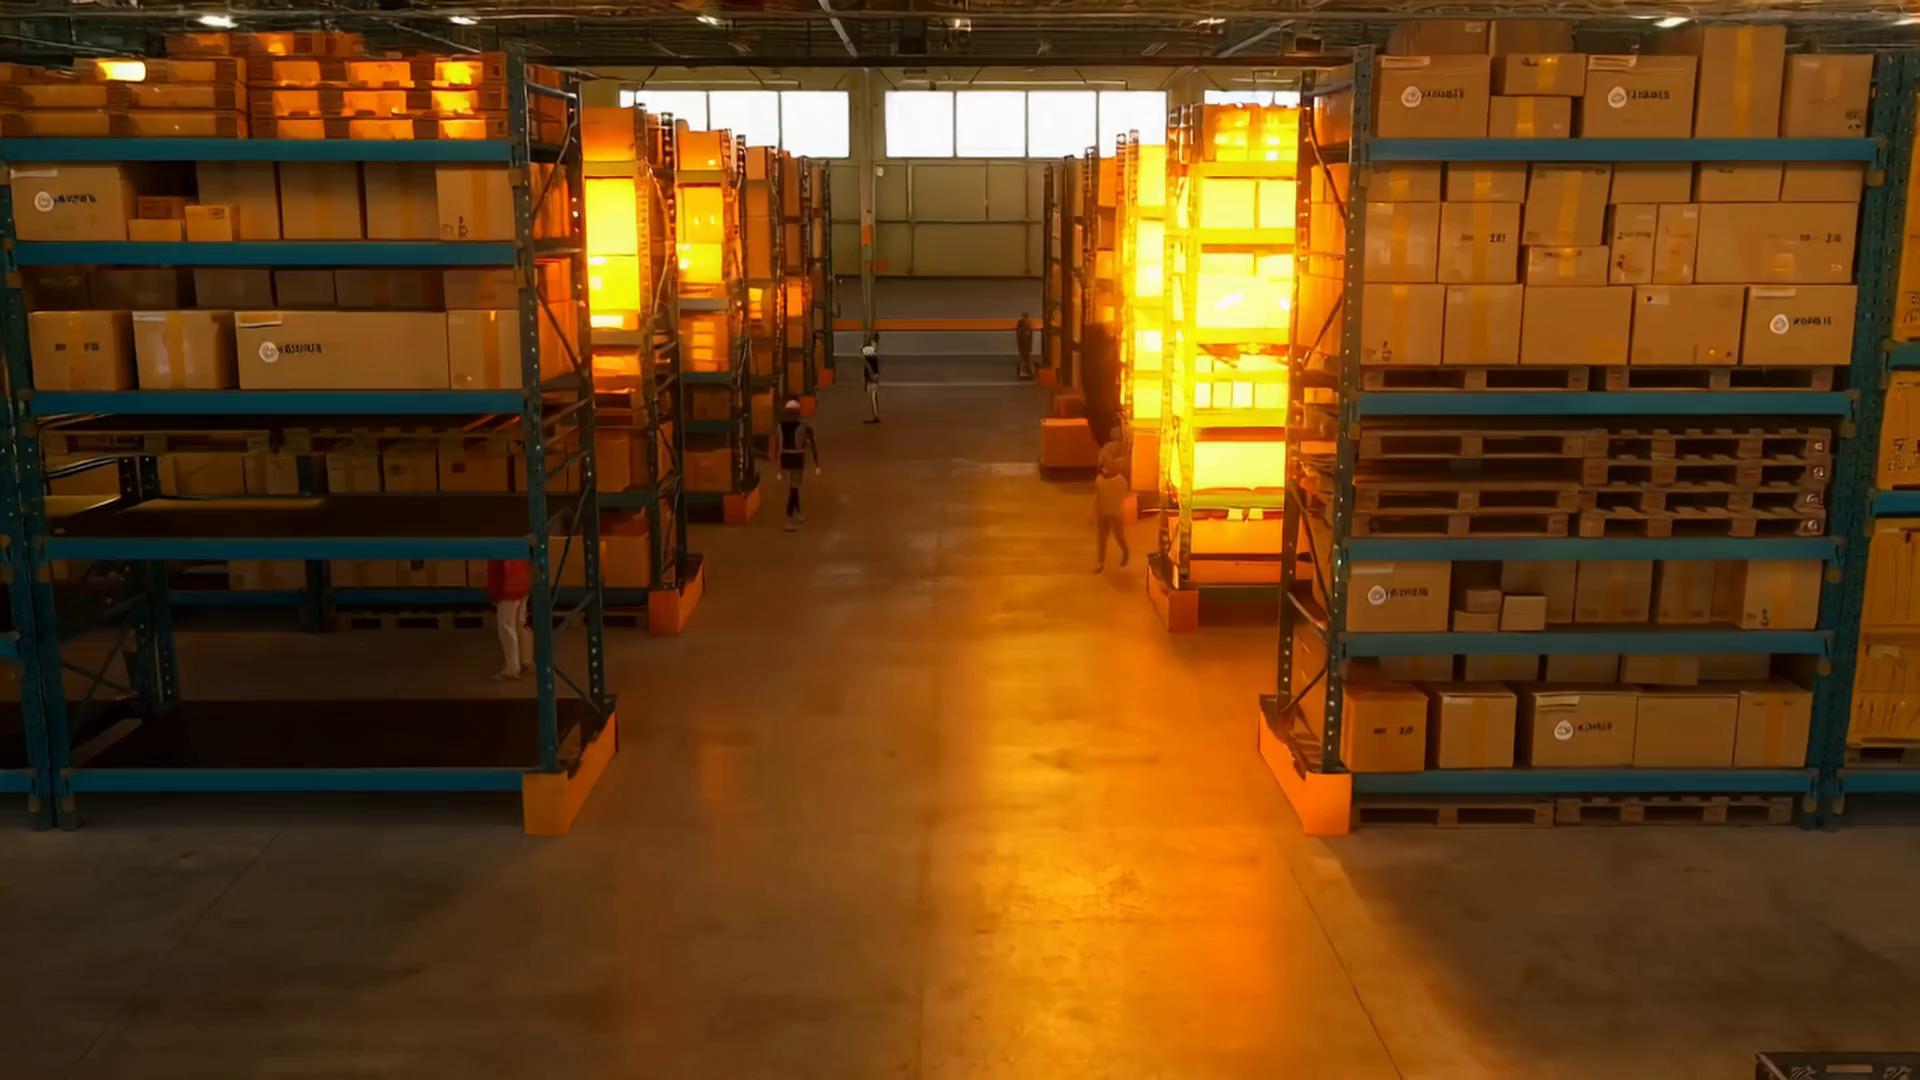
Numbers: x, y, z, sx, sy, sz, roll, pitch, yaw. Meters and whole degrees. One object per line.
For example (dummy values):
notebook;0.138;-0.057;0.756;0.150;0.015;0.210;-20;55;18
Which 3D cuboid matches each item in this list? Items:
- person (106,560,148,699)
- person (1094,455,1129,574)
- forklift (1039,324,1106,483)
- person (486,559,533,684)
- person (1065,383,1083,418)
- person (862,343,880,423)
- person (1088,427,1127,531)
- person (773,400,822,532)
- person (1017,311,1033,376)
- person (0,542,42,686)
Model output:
person;-8.287;0.832;16.521;0.318;1.699;0.535;-11;16;-43
person;2.080;-0.372;22.712;0.501;1.608;0.749;6;13;27
forklift;2.403;-2.489;30.035;1.873;2.768;1.129;0;11;-1
person;-4.719;0.586;17.389;0.430;1.841;0.624;5;12;22
person;2.125;-2.227;31.907;0.522;1.601;0.703;-10;15;-41
person;-2.030;-3.589;38.061;0.375;1.843;0.575;5;12;22
person;2.264;-0.966;25.658;0.764;1.600;0.525;9;14;36
person;-2.508;-1.165;25.693;0.673;1.973;1.082;5;12;22
person;1.906;-5.726;48.508;0.402;1.904;0.652;-5;13;-24
person;-9.802;0.558;17.346;0.411;1.913;0.643;-9;15;-39
